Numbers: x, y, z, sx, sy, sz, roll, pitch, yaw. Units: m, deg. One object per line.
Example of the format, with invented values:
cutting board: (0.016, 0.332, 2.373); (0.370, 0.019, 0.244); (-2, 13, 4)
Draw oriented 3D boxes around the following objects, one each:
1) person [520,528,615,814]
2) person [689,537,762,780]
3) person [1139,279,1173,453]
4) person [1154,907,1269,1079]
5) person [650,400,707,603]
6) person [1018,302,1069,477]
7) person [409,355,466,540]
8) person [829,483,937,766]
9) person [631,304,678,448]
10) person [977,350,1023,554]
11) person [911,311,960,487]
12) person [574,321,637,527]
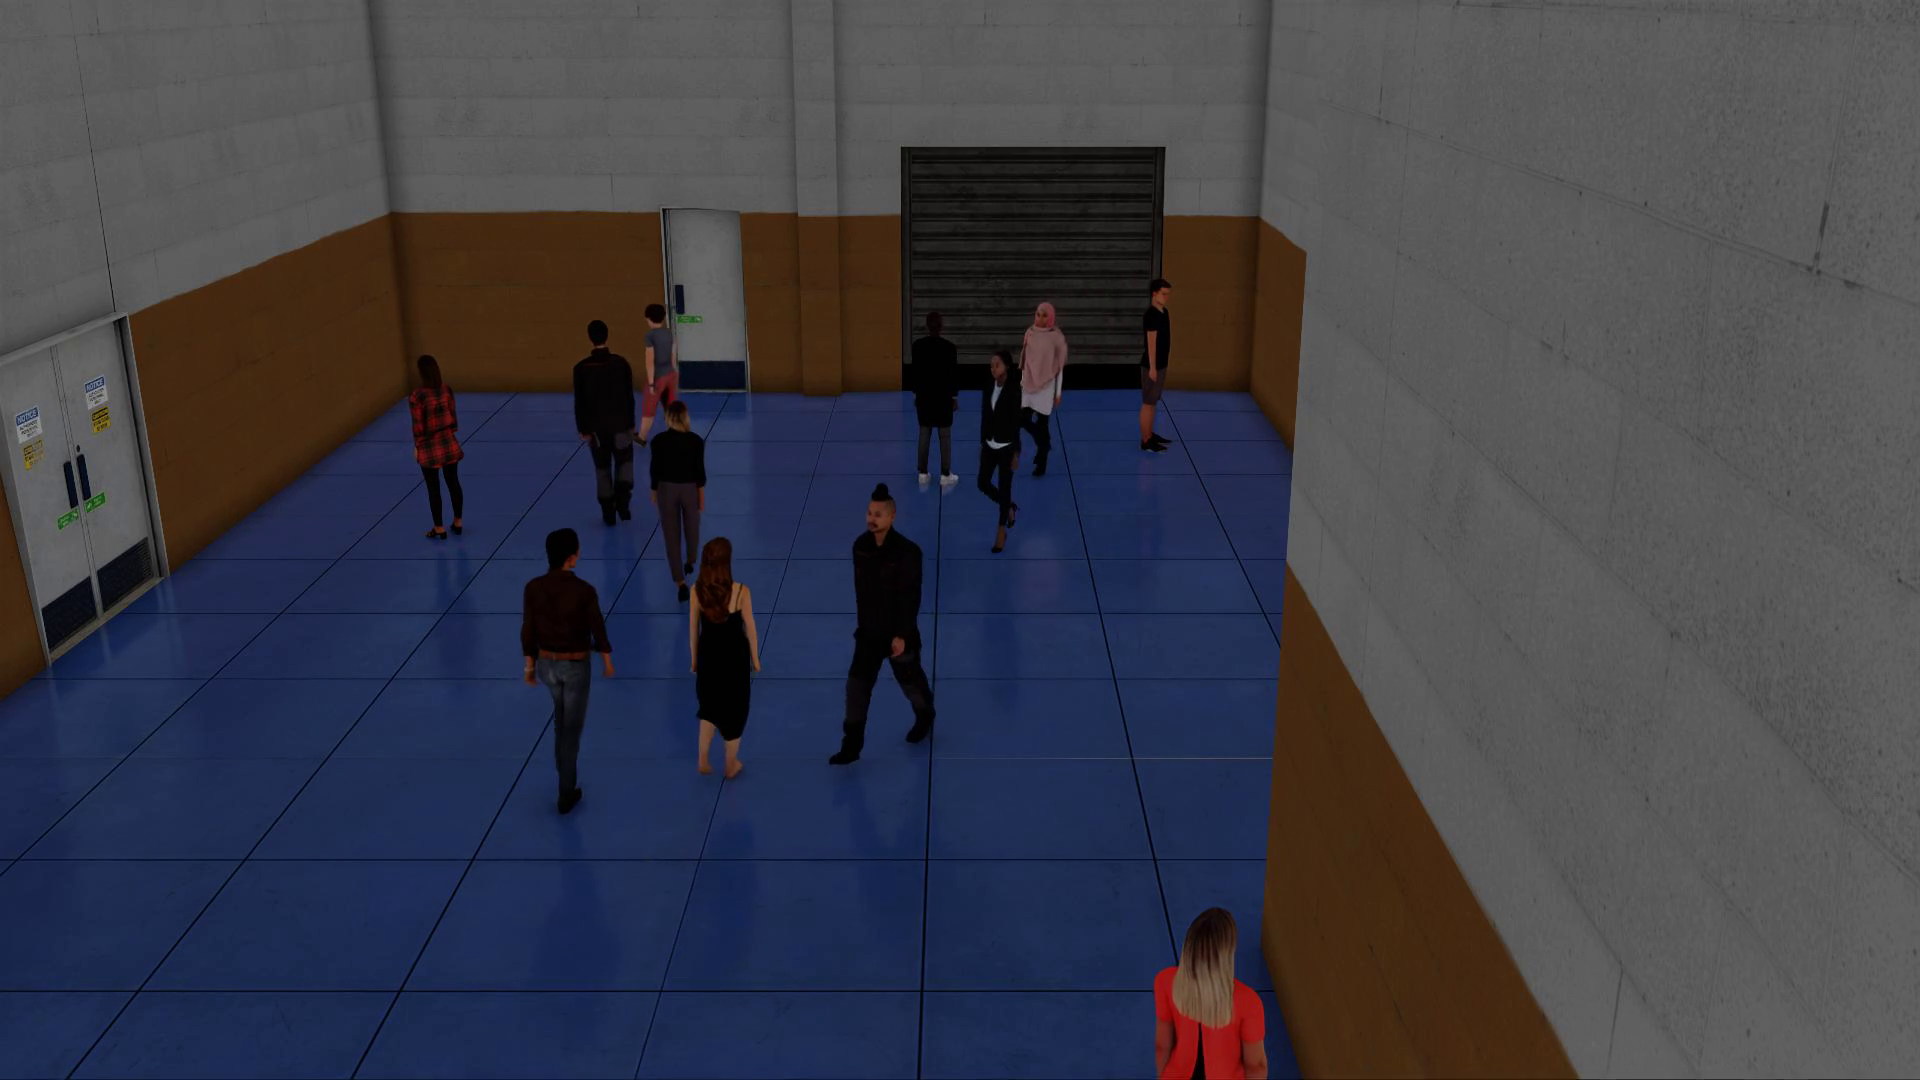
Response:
person: (-2.429, 0.827, 10.093); (0.767, 1.750, 0.805); (4, 19, 12)
person: (-1.509, 0.794, 10.414); (0.737, 1.608, 0.715); (3, 19, 10)
person: (2.109, -1.916, 18.057); (0.708, 1.861, 0.741); (7, 20, 19)
person: (0.927, 2.143, 6.279); (0.617, 1.694, 0.732); (10, 21, 26)
person: (-2.295, -0.275, 13.561); (1.017, 1.624, 0.810); (-4, 19, -11)
person: (0.864, -1.559, 17.108); (0.794, 1.791, 0.856); (10, 21, 27)
person: (-4.764, -0.852, 15.148); (0.743, 1.703, 0.699); (15, 24, 37)
person: (-0.409, 0.541, 10.806); (1.253, 1.815, 1.217); (12, 22, 32)
person: (-3.115, -1.658, 17.660); (1.133, 1.612, 1.056); (17, 25, 40)
person: (0.428, -0.799, 14.801); (0.826, 1.823, 0.869); (14, 23, 36)
person: (-0.262, -1.432, 16.779); (0.624, 1.761, 0.776); (7, 20, 19)
person: (-3.245, -1.048, 15.377); (0.801, 1.928, 0.876); (-5, 19, -16)
